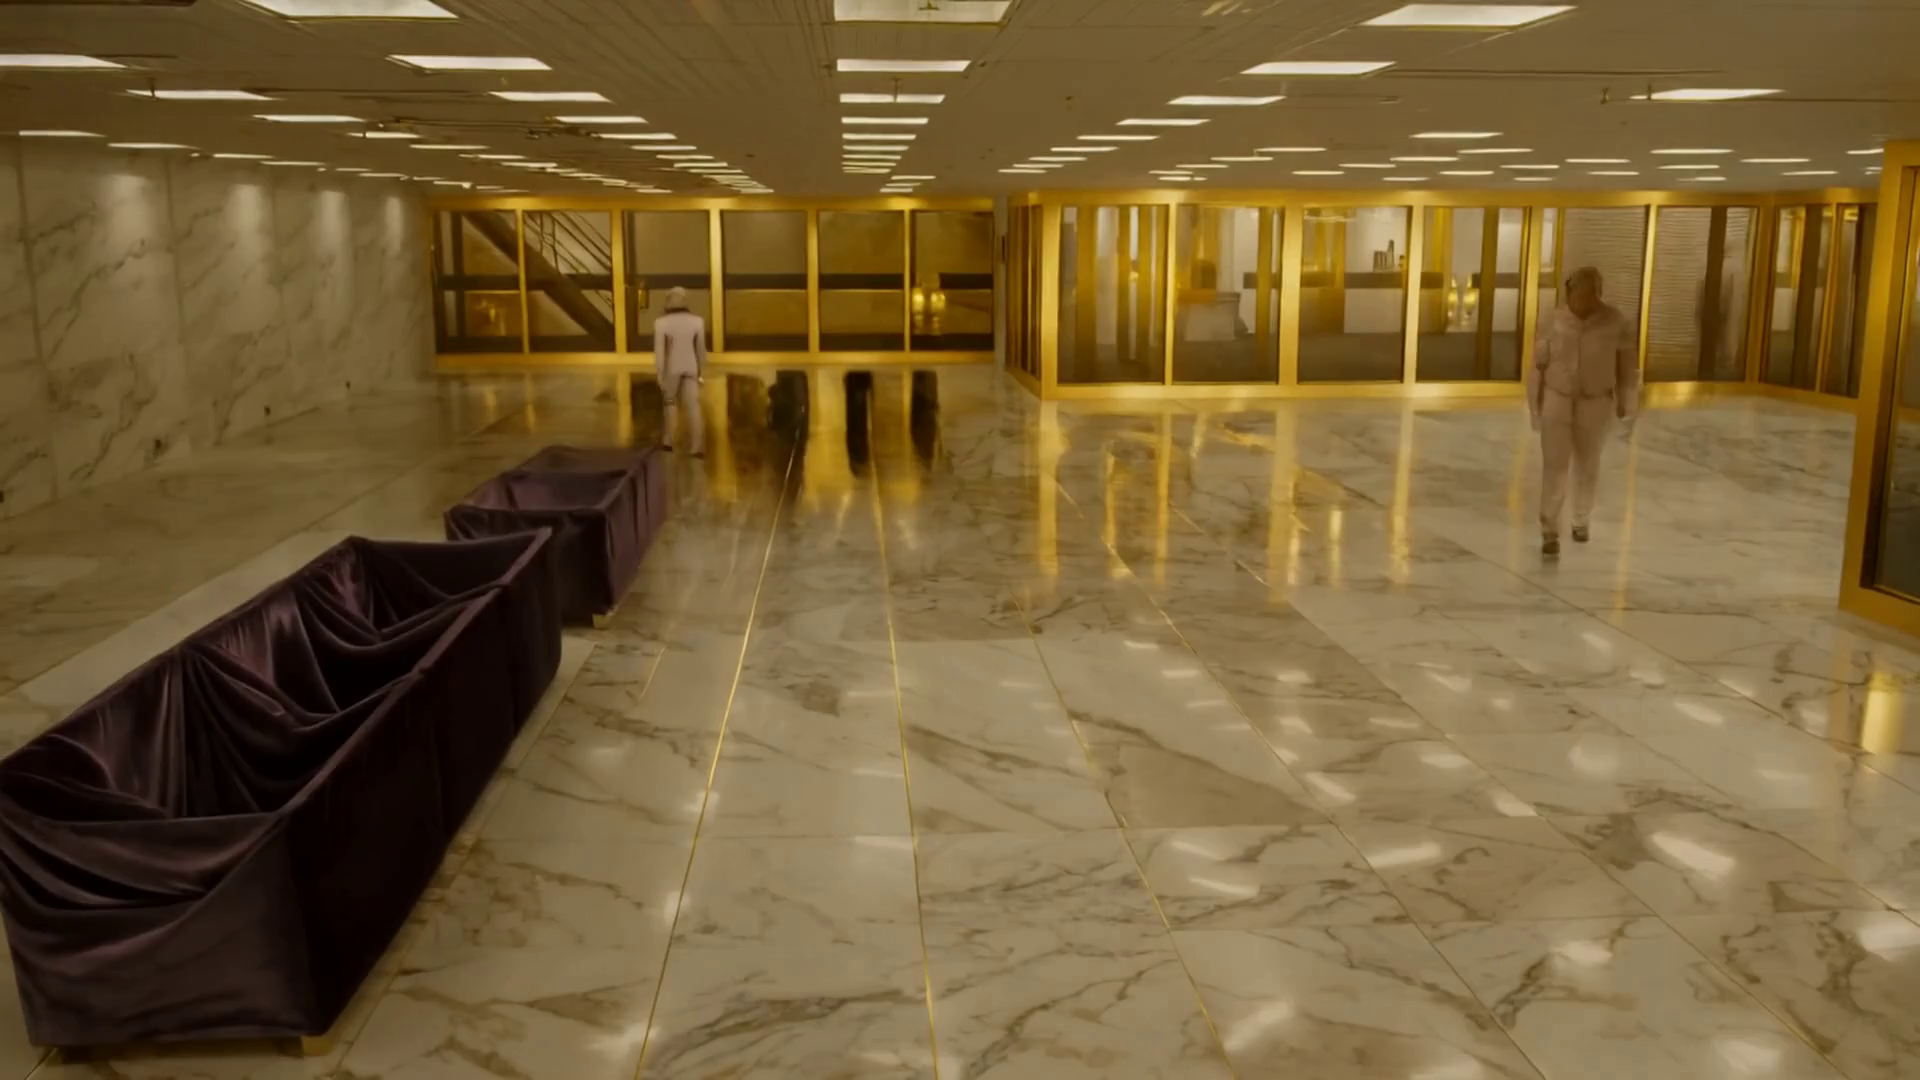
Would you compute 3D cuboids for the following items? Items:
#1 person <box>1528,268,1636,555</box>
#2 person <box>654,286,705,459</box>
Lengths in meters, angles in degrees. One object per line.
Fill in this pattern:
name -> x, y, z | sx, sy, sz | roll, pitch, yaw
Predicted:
person -> 4.053, -0.842, 10.882 | 0.647, 1.852, 0.990 | 3, 11, 17
person -> -2.582, -1.550, 15.425 | 0.508, 1.597, 0.873 | -5, 12, -26
